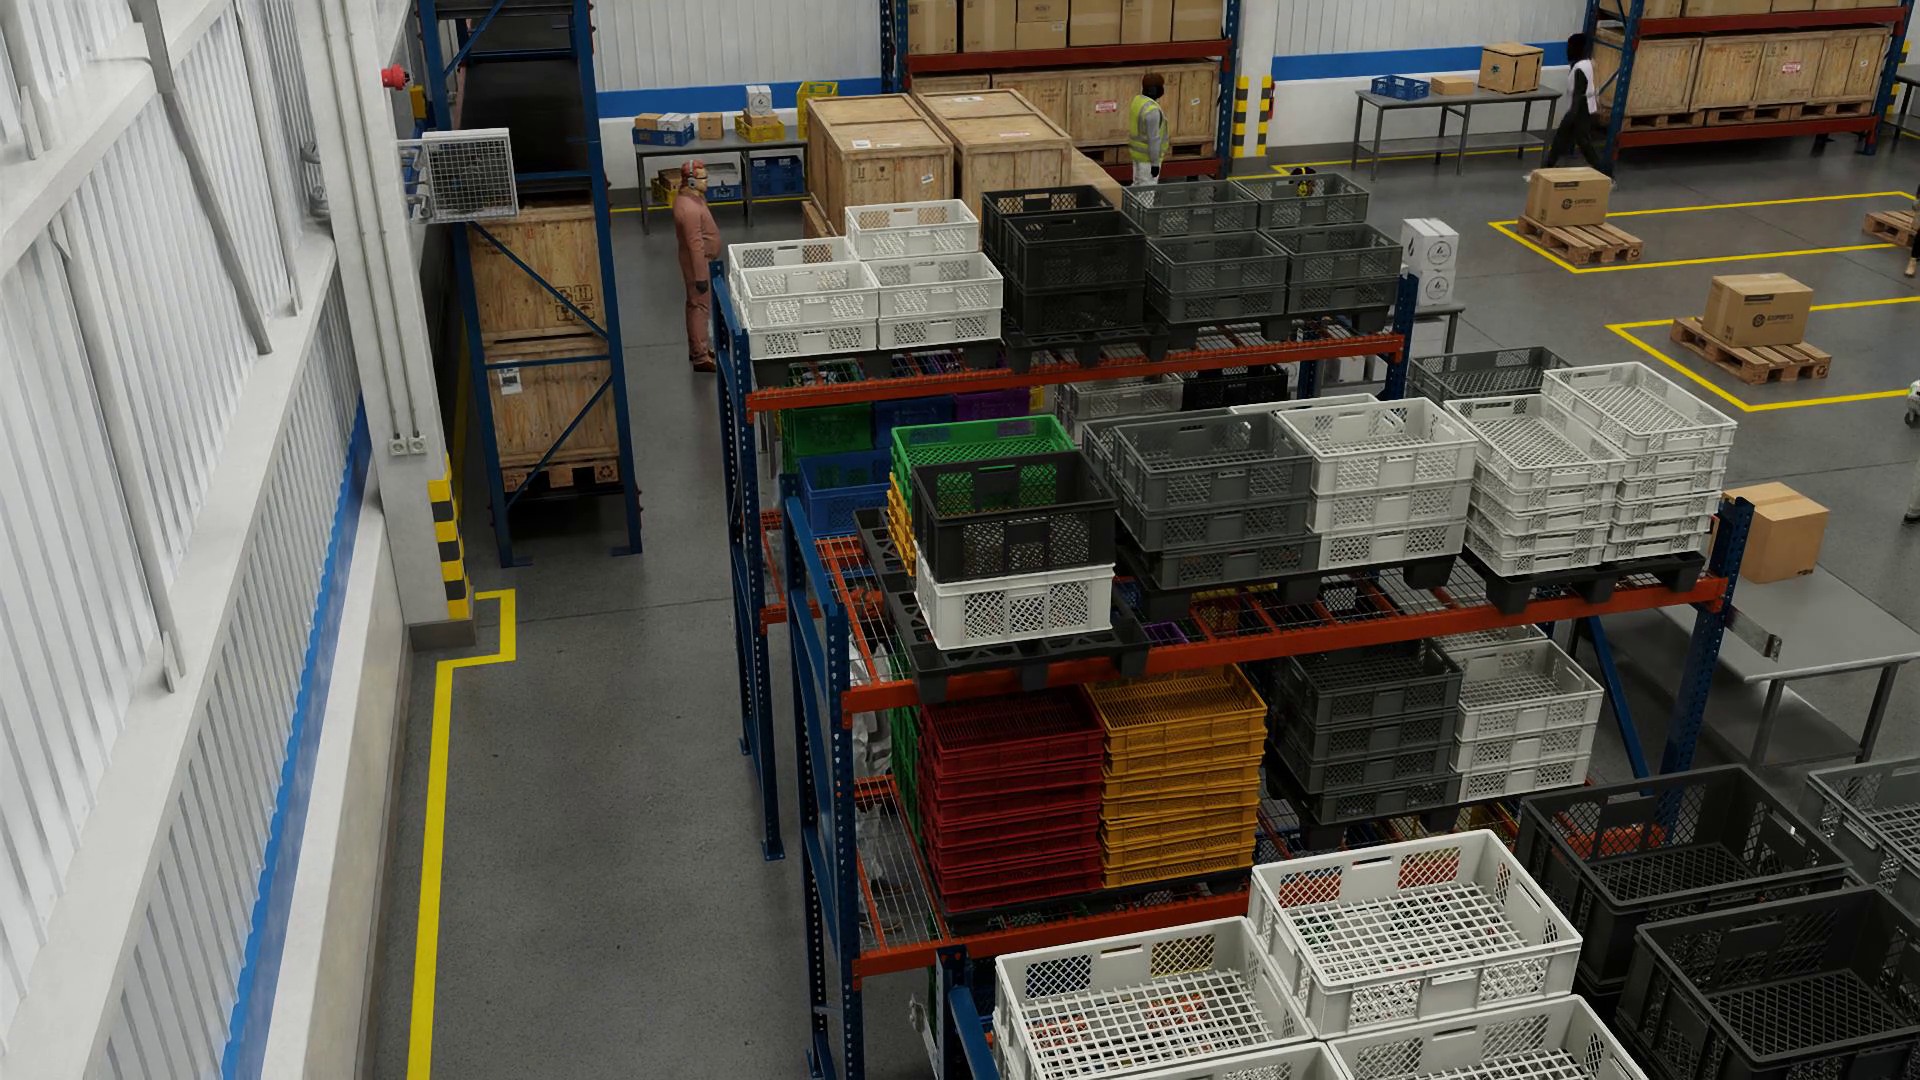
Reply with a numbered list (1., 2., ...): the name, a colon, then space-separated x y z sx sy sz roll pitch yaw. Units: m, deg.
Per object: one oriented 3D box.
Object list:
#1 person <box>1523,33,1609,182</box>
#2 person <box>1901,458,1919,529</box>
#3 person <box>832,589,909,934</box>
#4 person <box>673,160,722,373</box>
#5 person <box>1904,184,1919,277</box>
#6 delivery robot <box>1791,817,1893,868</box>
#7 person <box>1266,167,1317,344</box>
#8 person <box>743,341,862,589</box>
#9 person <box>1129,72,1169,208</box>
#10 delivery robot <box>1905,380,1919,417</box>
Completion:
1. person: 7.535 -5.194 20.190 1.013 1.867 0.645 6 28 12
2. person: 7.276 -0.880 12.045 0.418 1.819 0.620 -11 30 -20
3. person: -0.449 1.078 8.256 0.356 1.883 0.573 3 28 5
4. person: -2.334 -2.469 14.959 0.406 1.906 0.654 -6 28 -12
5. person: 10.158 -3.506 17.169 0.548 1.680 0.357 15 31 27
6. delivery robot: 4.523 1.697 8.398 0.477 0.478 0.707 -6 28 -12
7. person: 2.978 -2.419 14.910 0.312 1.864 0.537 -6 28 -12
8. person: -1.095 -0.580 11.388 1.003 1.886 0.631 19 33 31
9. person: 2.082 -4.227 18.363 0.429 1.842 0.636 -6 28 -12
10. delivery robot: 8.325 -1.261 14.010 0.707 0.478 0.477 -17 32 -29
